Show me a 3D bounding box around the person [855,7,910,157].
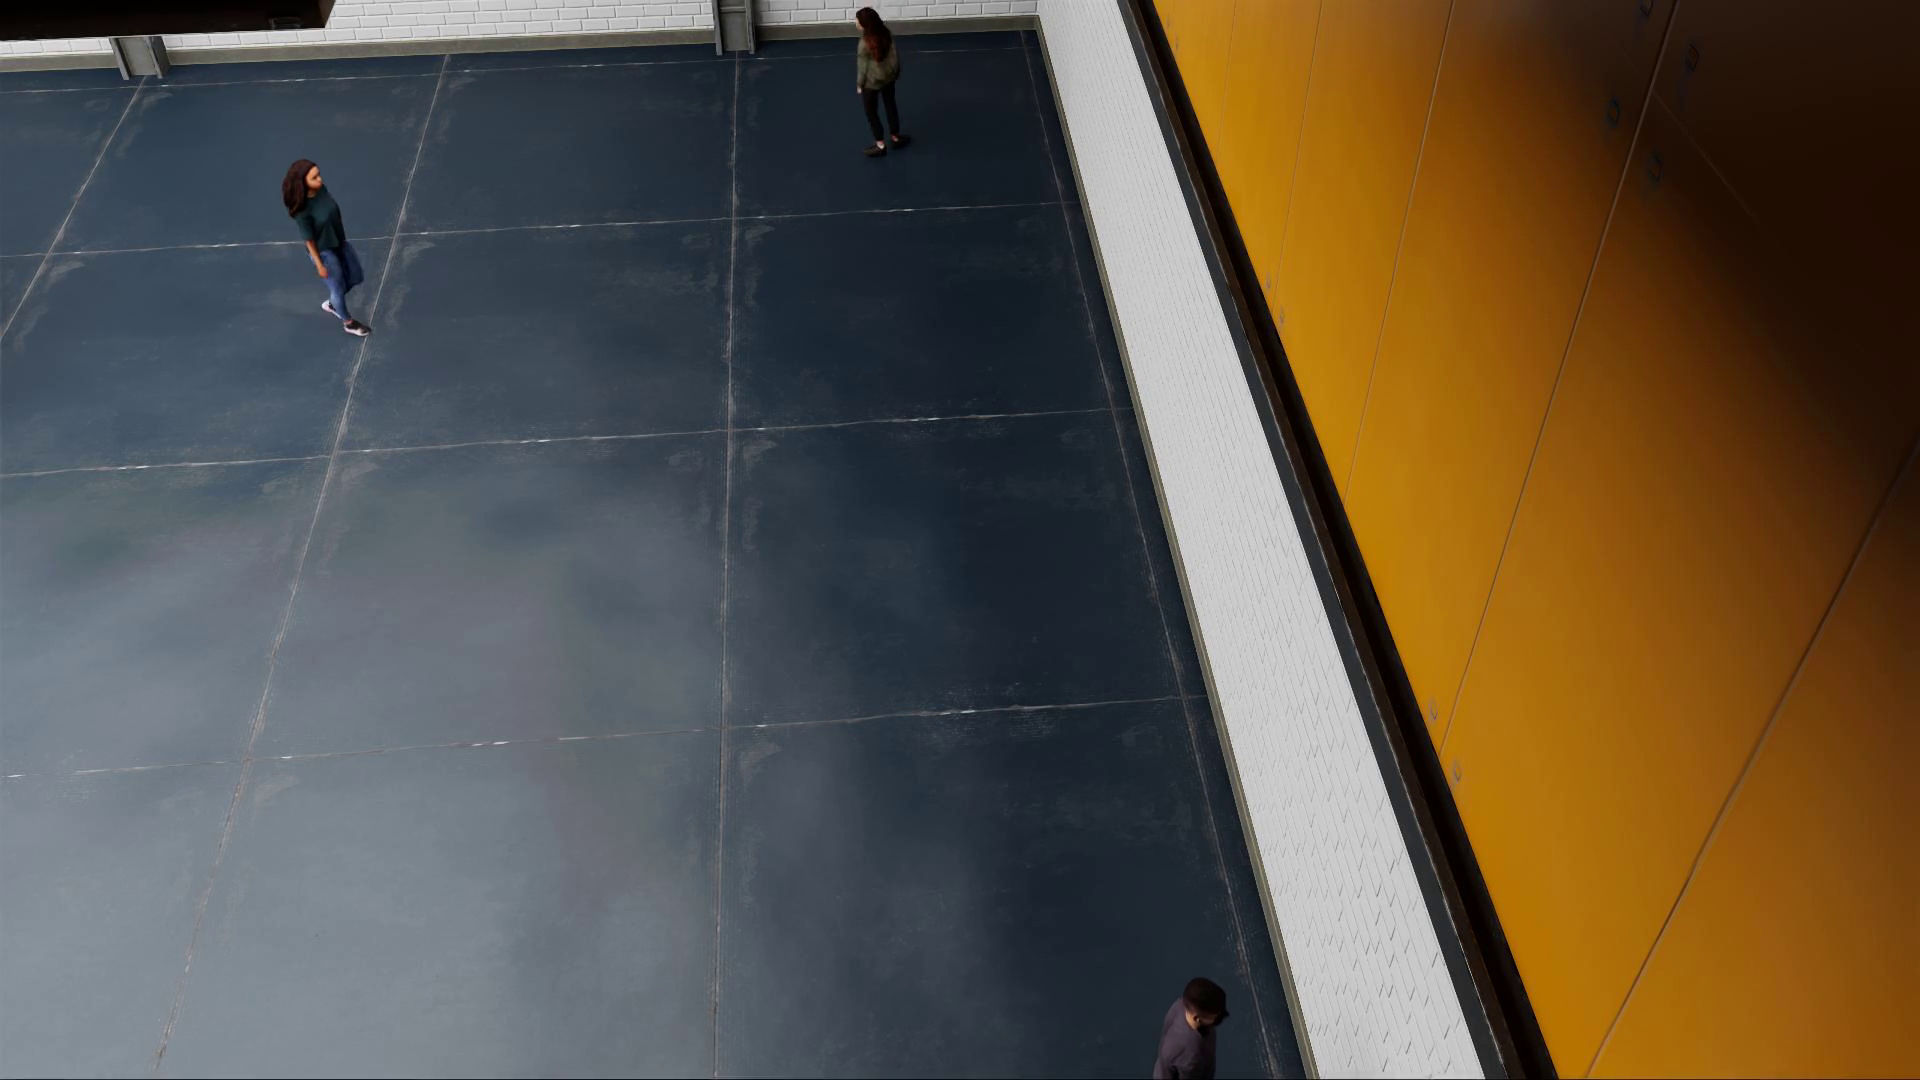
[{"bbox_3d":[-0.699,-4.272,15.409,0.708,1.460,0.801,-24,49,-23],"label":"person"}]

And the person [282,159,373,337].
[{"bbox_3d":[-5.102,-2.330,13.261,0.757,1.610,0.705,11,45,11],"label":"person"}]

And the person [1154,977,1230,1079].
[{"bbox_3d":[1.061,2.620,7.955,0.617,1.762,0.693,6,44,7],"label":"person"}]
